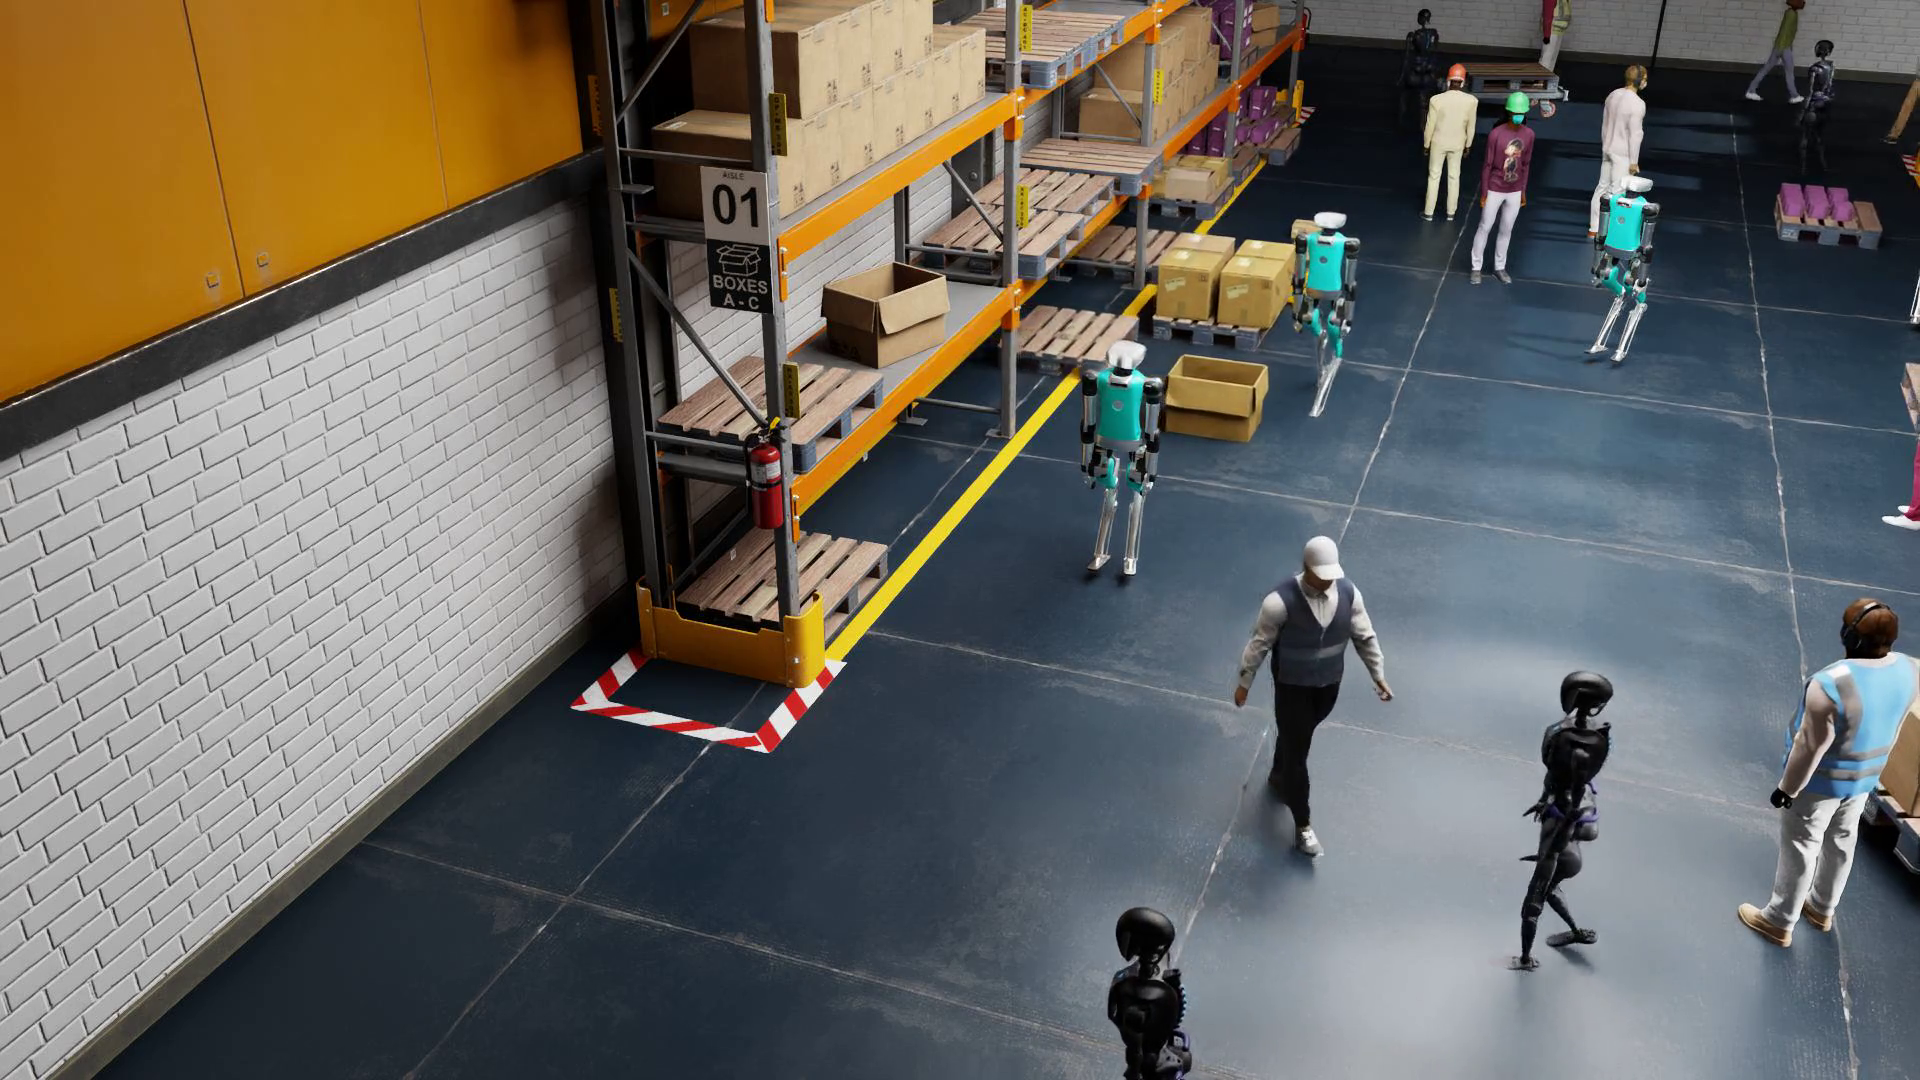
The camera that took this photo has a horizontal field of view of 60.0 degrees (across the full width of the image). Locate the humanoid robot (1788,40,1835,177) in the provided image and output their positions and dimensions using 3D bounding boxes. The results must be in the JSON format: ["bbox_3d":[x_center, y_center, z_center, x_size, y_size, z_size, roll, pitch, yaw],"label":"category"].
[{"bbox_3d":[10.630,-5.312,20.525,0.612,1.648,0.462,-19,33,-33],"label":"humanoid robot"}]

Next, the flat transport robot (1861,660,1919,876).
[{"bbox_3d":[5.330,1.530,8.783,0.659,0.231,1.431,-1,27,-1],"label":"flat transport robot"}]

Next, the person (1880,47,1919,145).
[{"bbox_3d":[12.690,-6.027,21.869,0.877,1.699,0.585,-5,28,-10],"label":"person"}]

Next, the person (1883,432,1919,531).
[{"bbox_3d":[7.010,-0.848,11.915,0.503,1.628,0.283,-24,35,-38],"label":"person"}]

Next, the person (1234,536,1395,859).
[{"bbox_3d":[1.861,0.780,8.648,0.773,1.718,0.877,-8,28,-15],"label":"person"}]

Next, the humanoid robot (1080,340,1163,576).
[{"bbox_3d":[1.110,-0.588,11.149,0.533,1.672,0.735,8,28,16],"label":"humanoid robot"}]

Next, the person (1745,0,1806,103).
[{"bbox_3d":[12.042,-7.189,24.250,0.874,1.577,0.509,7,28,14],"label":"person"}]

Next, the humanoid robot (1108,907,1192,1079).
[{"bbox_3d":[0.727,2.074,6.269,0.843,1.620,0.592,8,28,15],"label":"humanoid robot"}]

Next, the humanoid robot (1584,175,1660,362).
[{"bbox_3d":[5.939,-2.430,14.720,0.739,1.673,0.531,-22,34,-36],"label":"humanoid robot"}]

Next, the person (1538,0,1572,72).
[{"bbox_3d":[8.823,-7.561,24.719,0.429,1.830,0.638,19,33,32],"label":"person"}]

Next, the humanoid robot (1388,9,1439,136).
[{"bbox_3d":[6.187,-6.350,22.532,0.593,1.644,0.564,-12,29,-21],"label":"humanoid robot"}]

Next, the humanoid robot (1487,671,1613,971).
[{"bbox_3d":[2.814,1.323,7.679,0.449,1.651,0.599,7,28,13],"label":"humanoid robot"}]

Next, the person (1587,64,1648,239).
[{"bbox_3d":[7.151,-4.171,18.020,0.371,1.940,0.627,-5,28,-10],"label":"person"}]

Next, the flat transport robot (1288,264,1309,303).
[{"bbox_3d":[2.968,-2.644,16.879,1.431,0.231,0.659,10,29,18],"label":"flat transport robot"}]

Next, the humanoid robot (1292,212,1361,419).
[{"bbox_3d":[3.118,-1.966,13.991,0.546,1.786,0.934,12,30,22],"label":"humanoid robot"}]

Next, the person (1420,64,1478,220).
[{"bbox_3d":[5.529,-4.508,18.872,0.572,1.749,0.331,0,27,1],"label":"person"}]

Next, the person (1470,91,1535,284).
[{"bbox_3d":[5.498,-3.560,16.823,0.498,1.949,0.426,-2,27,-5],"label":"person"}]

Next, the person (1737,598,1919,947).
[{"bbox_3d":[4.121,1.103,7.895,0.632,1.841,0.429,-10,29,-19],"label":"person"}]

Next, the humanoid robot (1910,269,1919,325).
[{"bbox_3d":[9.252,-2.832,15.496,0.533,1.677,0.735,10,29,19],"label":"humanoid robot"}]
